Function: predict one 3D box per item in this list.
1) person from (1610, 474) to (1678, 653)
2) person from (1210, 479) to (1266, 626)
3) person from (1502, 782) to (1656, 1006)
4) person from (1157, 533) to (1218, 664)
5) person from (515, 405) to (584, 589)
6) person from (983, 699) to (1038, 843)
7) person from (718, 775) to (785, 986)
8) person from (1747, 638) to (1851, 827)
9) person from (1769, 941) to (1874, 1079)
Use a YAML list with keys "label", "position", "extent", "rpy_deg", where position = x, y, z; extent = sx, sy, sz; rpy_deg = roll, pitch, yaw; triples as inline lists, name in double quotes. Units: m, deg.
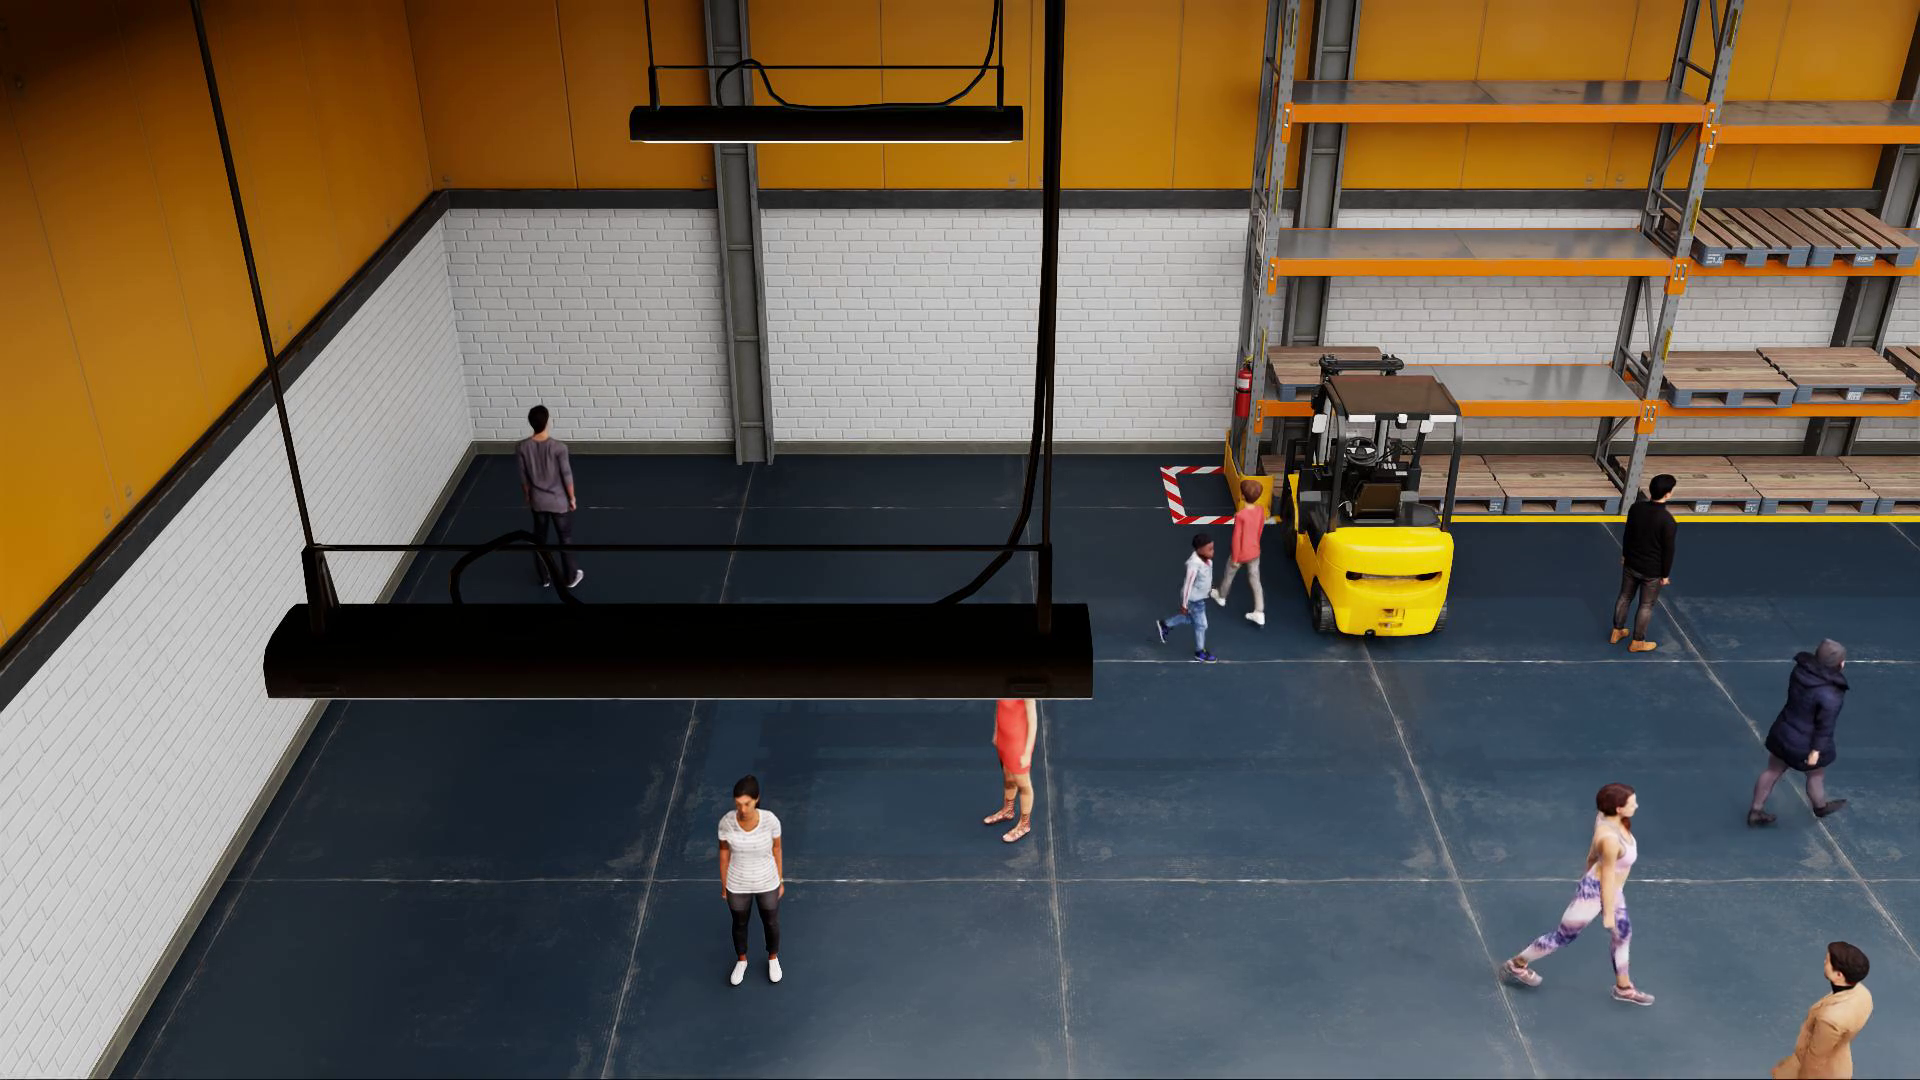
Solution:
- label: "person"
  position: [6.118, 0.194, 14.837]
  extent: [0.732, 1.723, 0.727]
  rpy_deg: [-17, 33, -28]
- label: "person"
  position: [2.679, 0.141, 15.294]
  extent: [0.960, 1.378, 0.871]
  rpy_deg: [-14, 32, -25]
- label: "person"
  position: [4.090, 2.335, 10.913]
  extent: [1.281, 1.721, 0.903]
  rpy_deg: [10, 30, 17]
- label: "person"
  position: [2.037, 0.480, 14.822]
  extent: [0.920, 1.235, 0.752]
  rpy_deg: [16, 32, 26]
- label: "person"
  position: [-3.909, -0.399, 15.793]
  extent: [0.531, 1.849, 0.767]
  rpy_deg: [3, 29, 6]
- label: "person"
  position: [0.420, 1.484, 12.477]
  extent: [0.686, 1.718, 0.672]
  rpy_deg: [-15, 32, -25]
- label: "person"
  position: [-1.384, 2.269, 11.114]
  extent: [0.472, 1.646, 0.639]
  rpy_deg: [-2, 29, -4]
- label: "person"
  position: [6.272, 1.492, 12.544]
  extent: [1.070, 1.639, 0.808]
  rpy_deg: [-6, 29, -10]
- label: "person"
  position: [5.045, 3.077, 9.571]
  extent: [0.995, 1.705, 1.060]
  rpy_deg: [-26, 38, -38]
